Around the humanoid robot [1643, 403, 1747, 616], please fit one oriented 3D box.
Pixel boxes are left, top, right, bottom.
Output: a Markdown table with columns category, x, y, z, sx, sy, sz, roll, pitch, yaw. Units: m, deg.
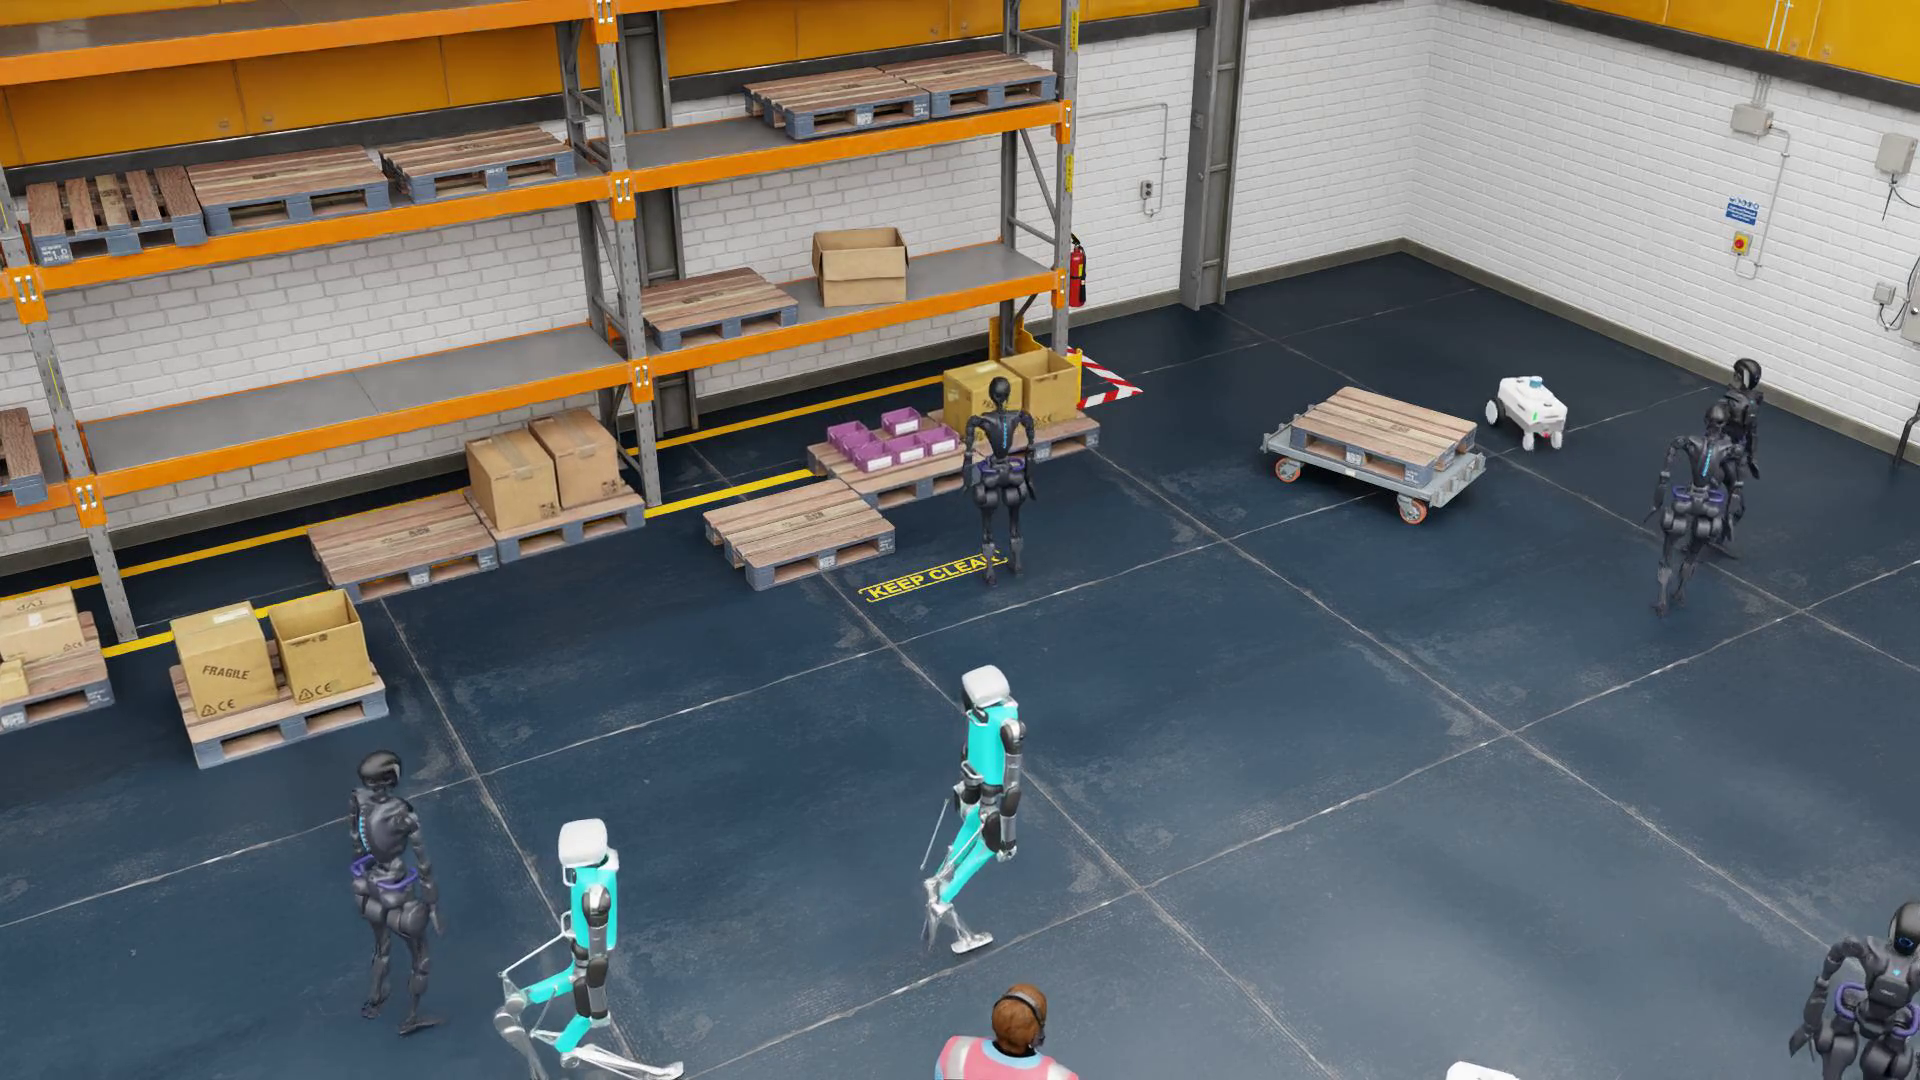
| category | x | y | z | sx | sy | sz | roll | pitch | yaw |
| --- | --- | --- | --- | --- | --- | --- | --- | --- | --- |
| humanoid robot | 5.254 | -0.205 | 11.921 | 0.609 | 1.660 | 0.374 | 9 | 31 | 15 |

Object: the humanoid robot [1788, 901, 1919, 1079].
| category | x | y | z | sx | sy | sz | roll | pitch | yaw |
| --- | --- | --- | --- | --- | --- | --- | --- | --- | --- |
| humanoid robot | 4.160 | 2.259 | 7.618 | 0.590 | 1.650 | 0.768 | 15 | 33 | 25 |

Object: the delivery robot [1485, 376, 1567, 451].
| category | x | y | z | sx | sy | sz | roll | pitch | yaw |
| --- | --- | --- | --- | --- | --- | --- | --- | --- | --- |
| delivery robot | 5.057 | -1.175 | 14.733 | 0.499 | 0.565 | 0.745 | -5 | 30 | -9 |

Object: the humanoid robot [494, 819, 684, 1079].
| category | x | y | z | sx | sy | sz | roll | pitch | yaw |
| --- | --- | --- | --- | --- | --- | --- | --- | --- | --- |
| humanoid robot | -1.872 | 2.063 | 7.832 | 1.021 | 1.735 | 0.559 | -7 | 30 | -12 |

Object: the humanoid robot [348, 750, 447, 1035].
| category | x | y | z | sx | sy | sz | roll | pitch | yaw |
| --- | --- | --- | --- | --- | --- | --- | --- | --- | --- |
| humanoid robot | -2.883 | 1.779 | 8.393 | 0.609 | 1.628 | 0.386 | 16 | 33 | 26 |

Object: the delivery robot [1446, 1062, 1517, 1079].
| category | x | y | z | sx | sy | sz | roll | pitch | yaw |
| --- | --- | --- | --- | --- | --- | --- | --- | --- | --- |
| delivery robot | 2.376 | 2.829 | 7.693 | 0.499 | 0.612 | 0.796 | 10 | 31 | 18 |

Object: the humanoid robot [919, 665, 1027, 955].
| category | x | y | z | sx | sy | sz | roll | pitch | yaw |
| --- | --- | --- | --- | --- | --- | --- | --- | --- | --- |
| humanoid robot | -0.038 | 1.573 | 8.815 | 0.731 | 1.900 | 0.552 | -15 | 33 | -24 |

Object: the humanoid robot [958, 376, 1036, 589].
| category | x | y | z | sx | sy | sz | roll | pitch | yaw |
| --- | --- | --- | --- | --- | --- | --- | --- | --- | --- |
| humanoid robot | 0.283 | -0.431 | 12.299 | 0.592 | 1.659 | 0.325 | -7 | 30 | -13 |

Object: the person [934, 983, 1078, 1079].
| category | x | y | z | sx | sy | sz | roll | pitch | yaw |
| --- | --- | --- | --- | --- | --- | --- | --- | --- | --- |
| person | 0.211 | 2.563 | 6.856 | 0.628 | 1.835 | 0.431 | 11 | 31 | 18 |

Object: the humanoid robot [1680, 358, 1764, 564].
| category | x | y | z | sx | sy | sz | roll | pitch | yaw |
| --- | --- | --- | --- | --- | --- | --- | --- | --- | --- |
| humanoid robot | 5.797 | -0.592 | 12.579 | 0.600 | 1.647 | 0.341 | -15 | 33 | -25 |
